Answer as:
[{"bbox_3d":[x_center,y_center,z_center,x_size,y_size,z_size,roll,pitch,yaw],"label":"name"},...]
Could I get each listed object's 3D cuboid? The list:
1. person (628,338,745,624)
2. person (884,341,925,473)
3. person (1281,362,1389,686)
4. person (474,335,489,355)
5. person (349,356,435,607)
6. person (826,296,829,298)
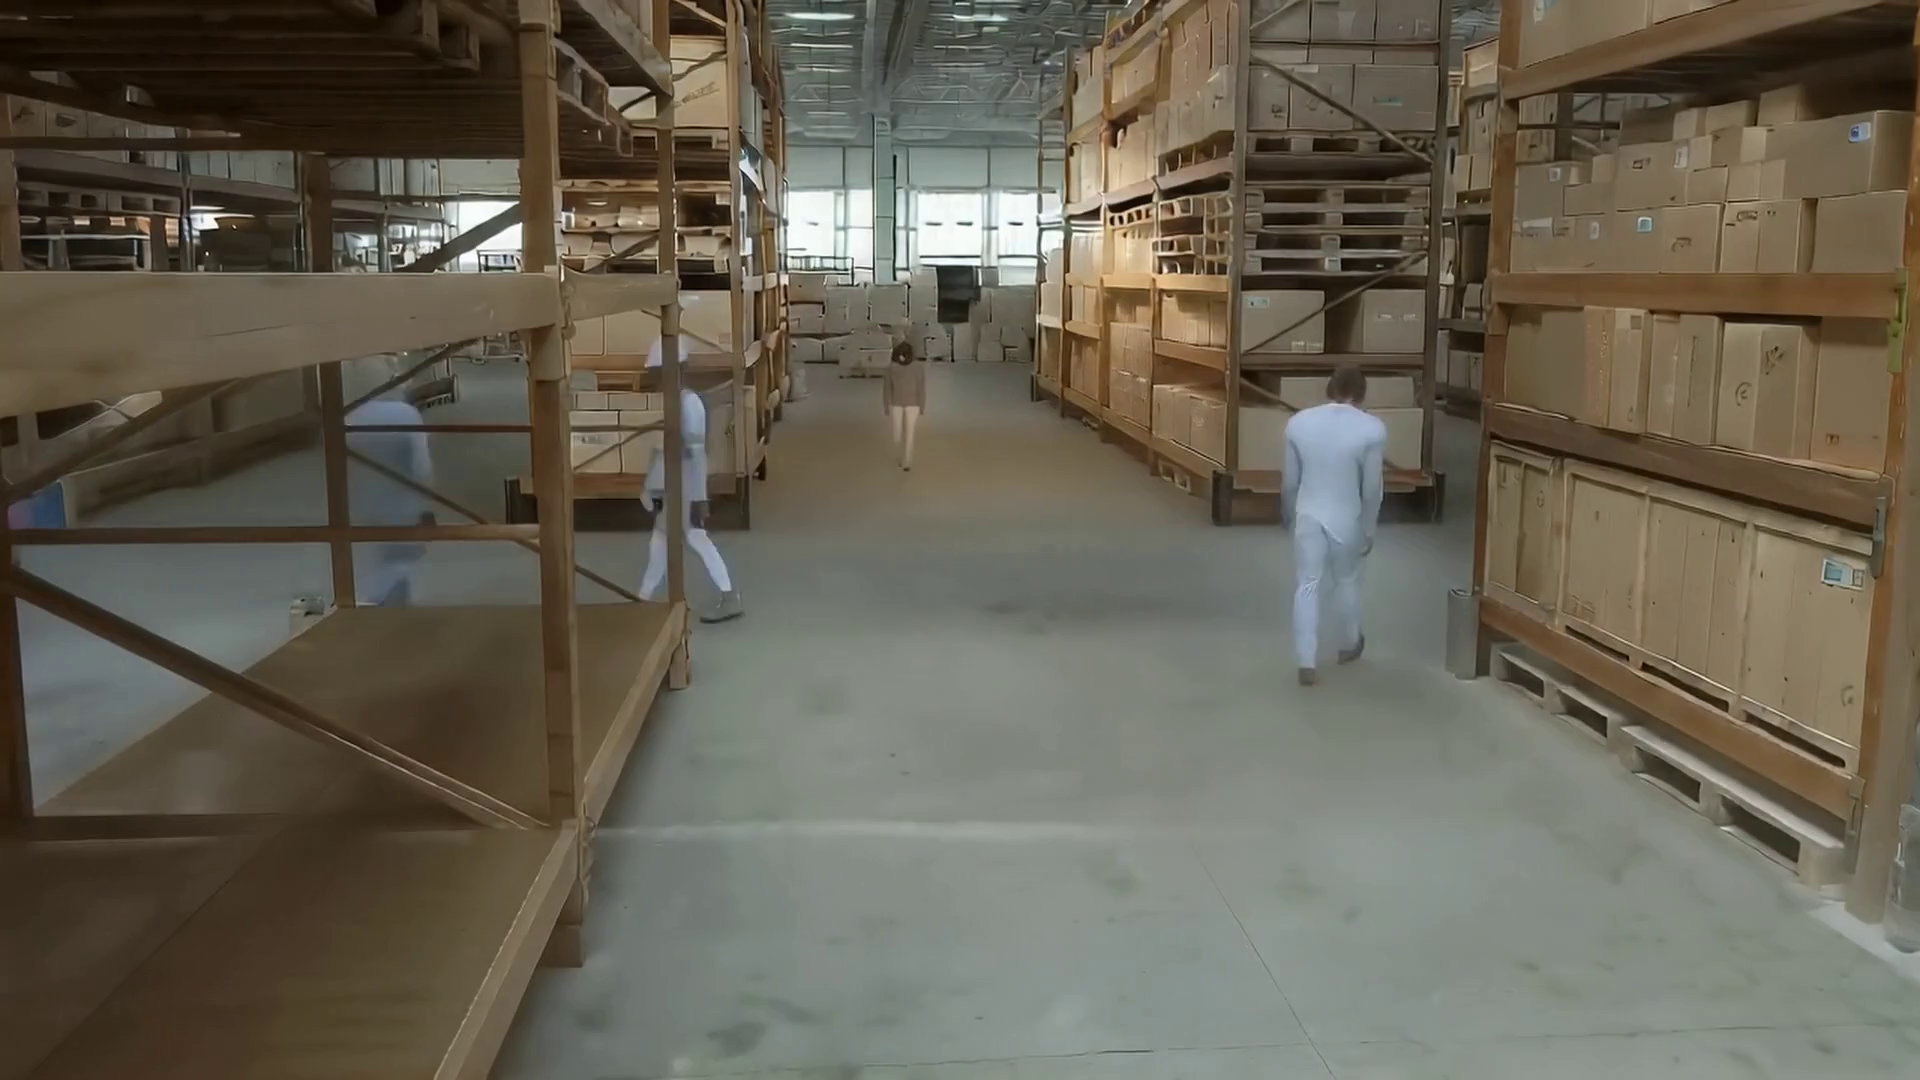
[{"bbox_3d":[-1.953,-0.374,11.287,1.069,1.984,0.635,-4,10,-23],"label":"person"},{"bbox_3d":[-0.674,-1.643,20.410,0.497,1.613,0.464,1,9,4],"label":"person"},{"bbox_3d":[2.252,-0.119,9.994,0.655,1.874,1.011,4,10,23],"label":"person"},{"bbox_3d":[-14.392,-6.476,50.035,0.508,1.846,0.345,2,9,12],"label":"person"},{"bbox_3d":[-3.719,-0.245,10.815,0.646,1.886,0.709,7,11,36],"label":"person"},{"bbox_3d":[-5.200,-9.256,67.353,0.556,1.899,0.967,-1,9,-5],"label":"person"}]
